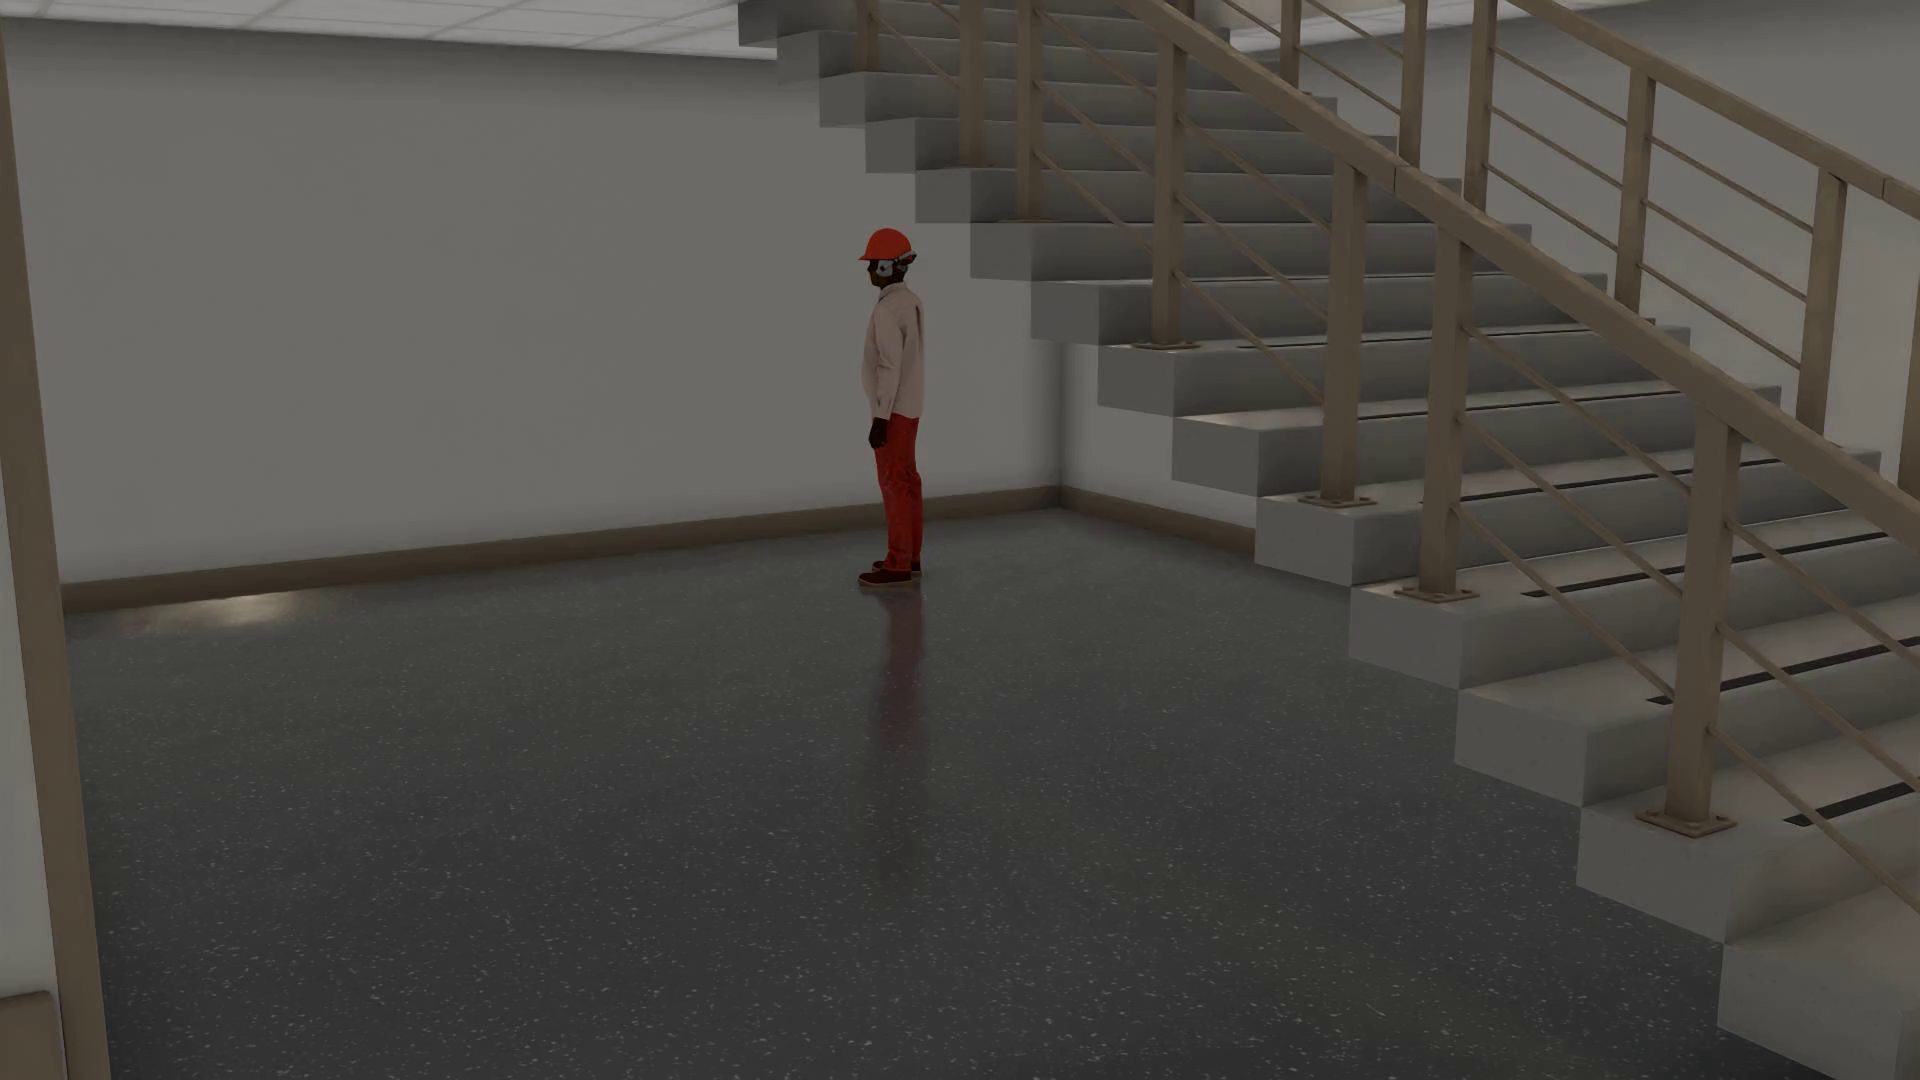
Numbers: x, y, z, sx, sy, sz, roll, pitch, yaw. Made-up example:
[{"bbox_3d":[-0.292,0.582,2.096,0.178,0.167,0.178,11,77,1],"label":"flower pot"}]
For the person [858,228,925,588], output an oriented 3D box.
[{"bbox_3d":[-0.379,-0.732,9.306,0.381,1.993,0.622,2,11,12],"label":"person"}]
